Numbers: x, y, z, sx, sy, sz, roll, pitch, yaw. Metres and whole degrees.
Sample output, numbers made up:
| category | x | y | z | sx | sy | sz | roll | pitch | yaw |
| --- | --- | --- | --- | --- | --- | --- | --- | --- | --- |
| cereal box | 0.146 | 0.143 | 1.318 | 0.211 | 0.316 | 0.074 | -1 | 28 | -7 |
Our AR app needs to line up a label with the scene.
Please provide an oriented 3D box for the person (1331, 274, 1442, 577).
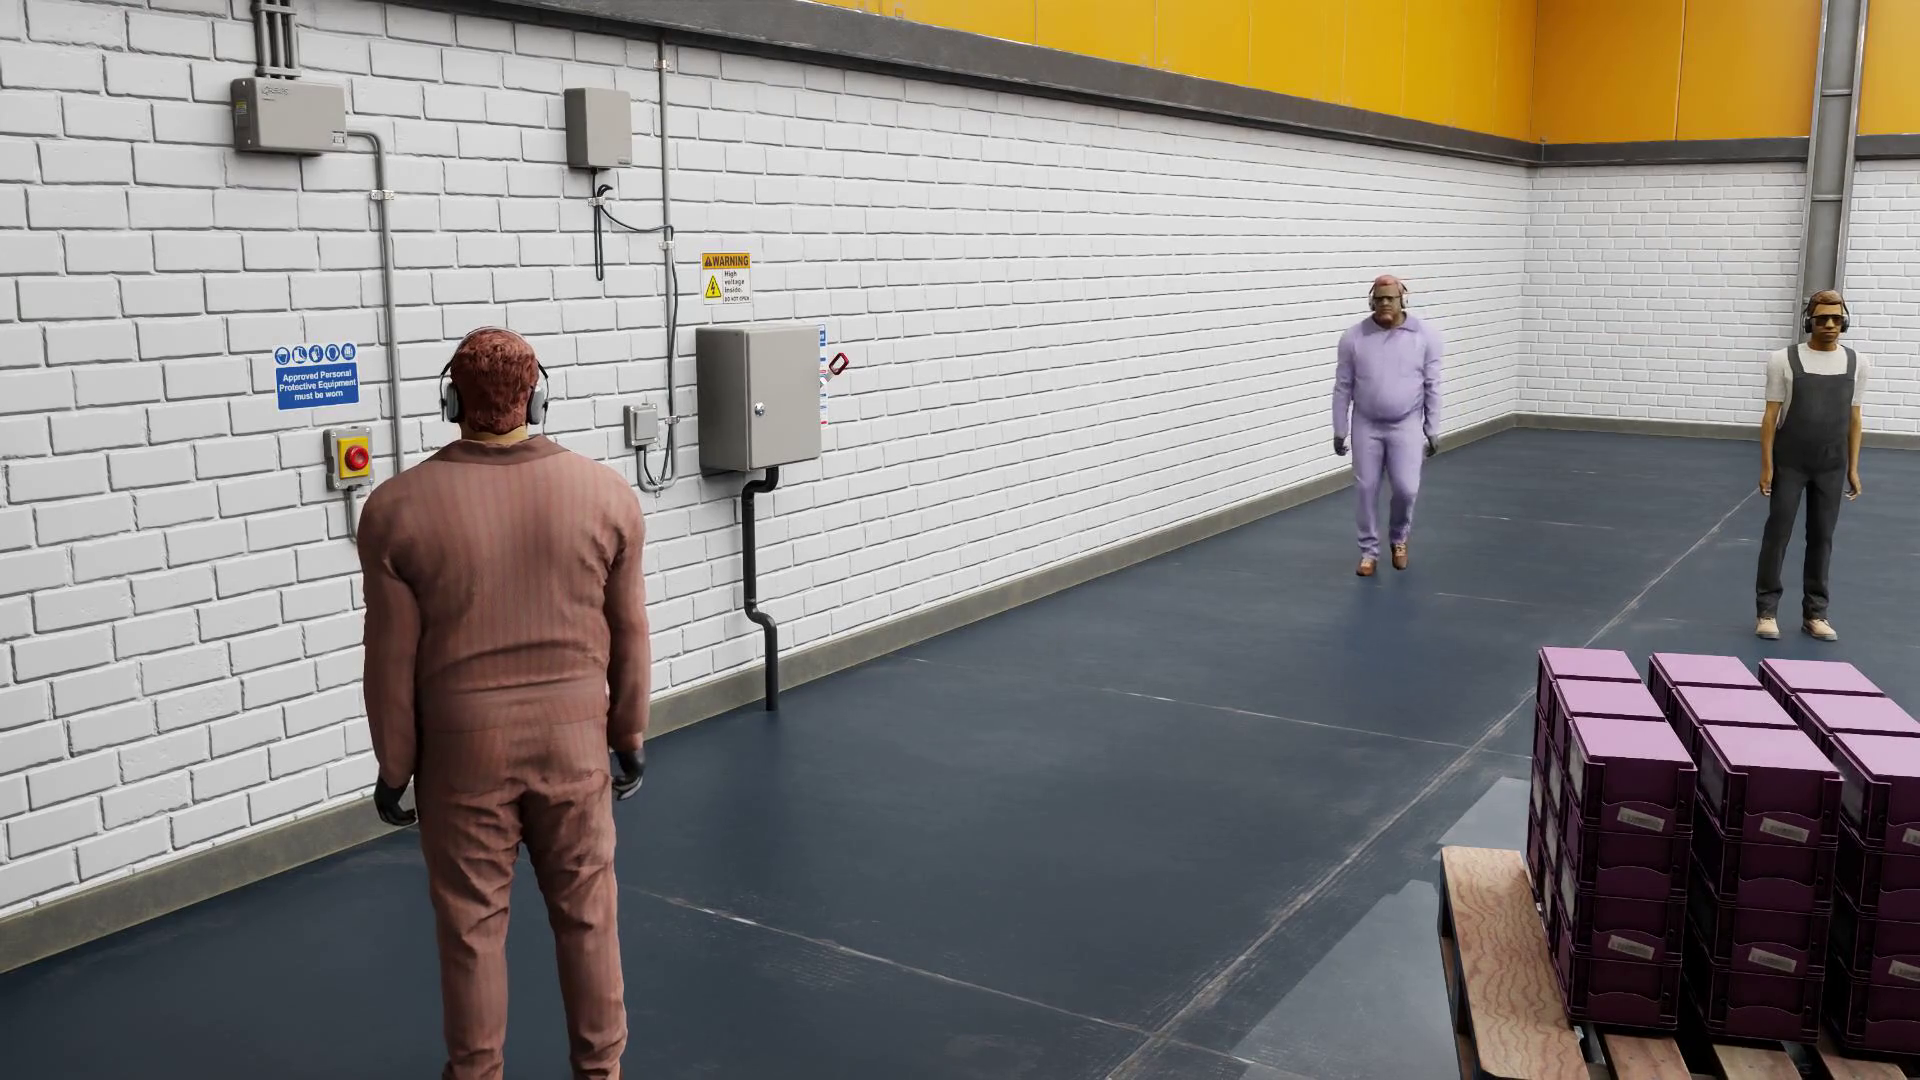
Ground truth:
| category | x | y | z | sx | sy | sz | roll | pitch | yaw |
| --- | --- | --- | --- | --- | --- | --- | --- | --- | --- |
| person | 2.649 | -0.704 | 10.384 | 0.667 | 1.888 | 0.435 | 3 | 11 | 18 |

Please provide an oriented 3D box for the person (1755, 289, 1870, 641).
| category | x | y | z | sx | sy | sz | roll | pitch | yaw |
| --- | --- | --- | --- | --- | --- | --- | --- | --- | --- |
| person | 4.471 | -0.385 | 8.742 | 0.505 | 1.846 | 0.346 | 1 | 10 | 8 |

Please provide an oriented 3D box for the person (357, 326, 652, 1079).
| category | x | y | z | sx | sy | sz | roll | pitch | yaw |
| --- | --- | --- | --- | --- | --- | --- | --- | --- | --- |
| person | -1.041 | 0.464 | 3.871 | 0.650 | 1.907 | 0.409 | -5 | 11 | -26 |
